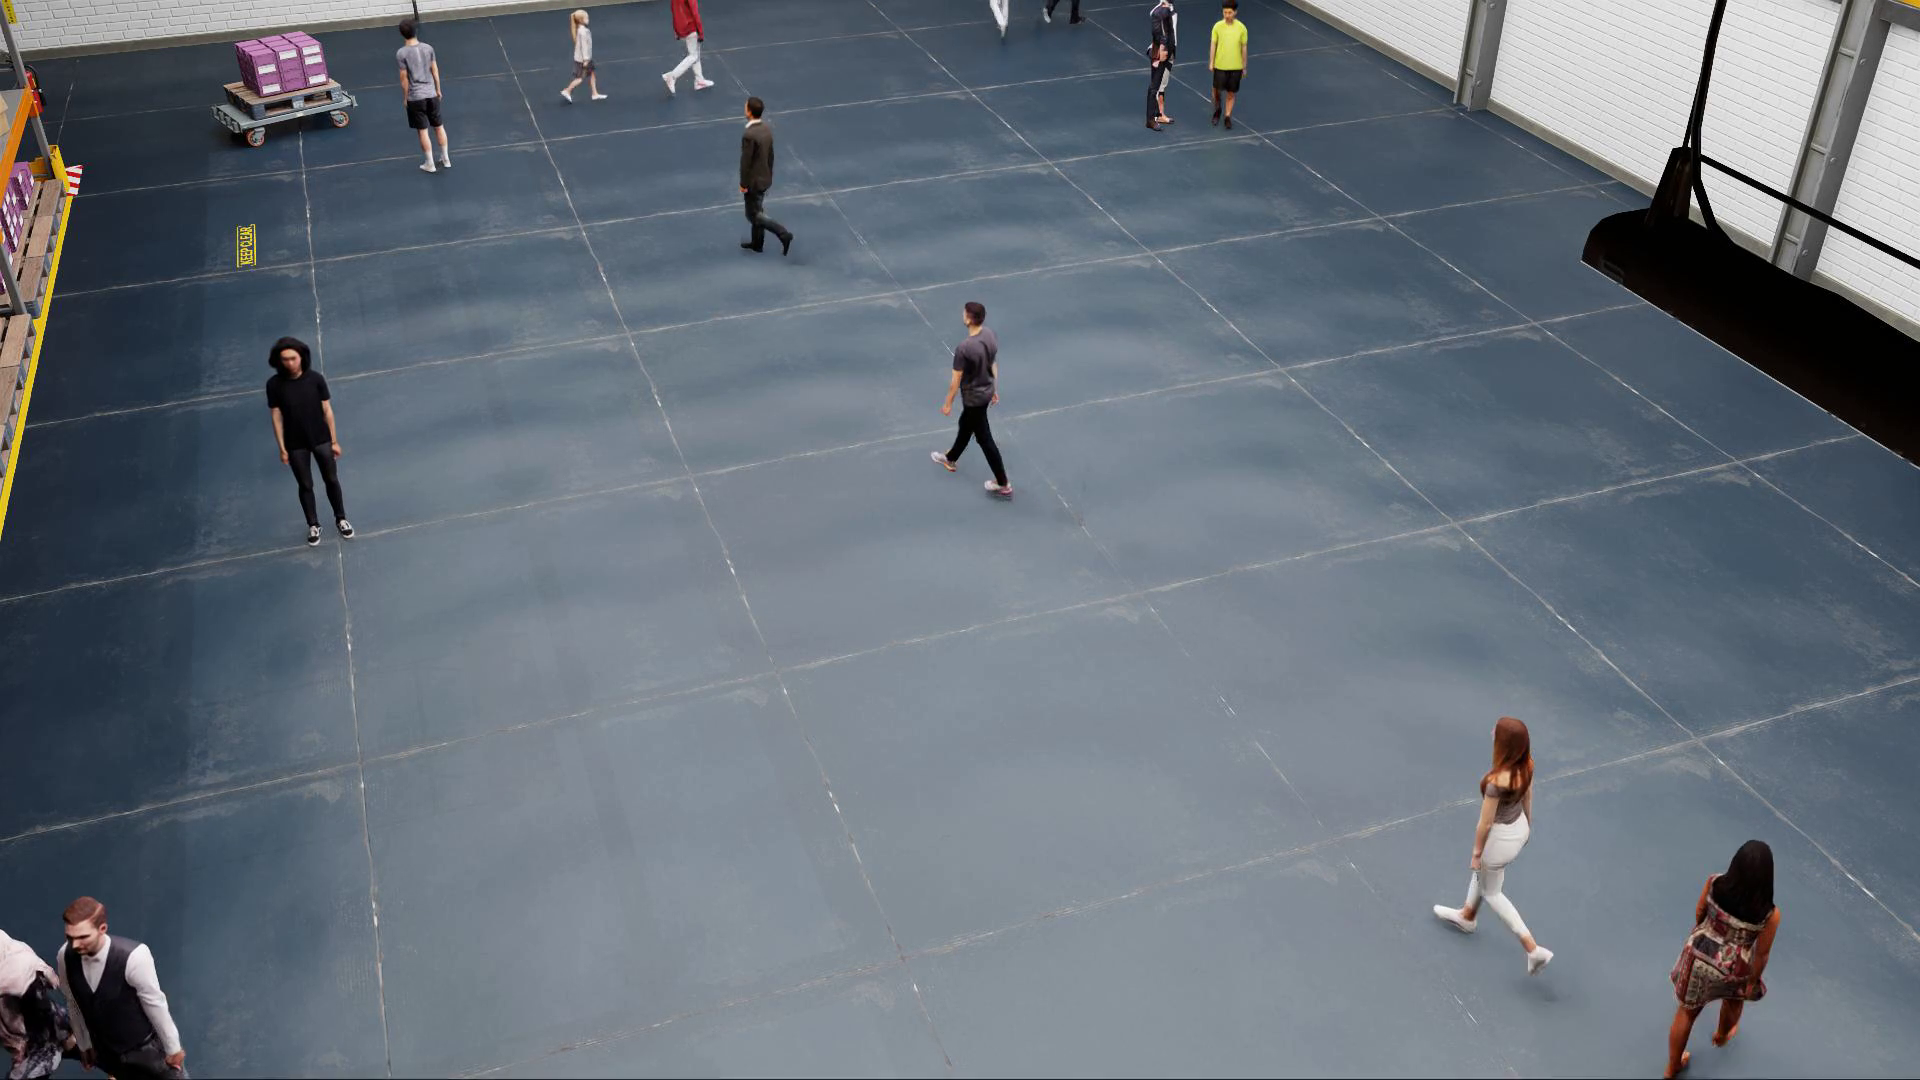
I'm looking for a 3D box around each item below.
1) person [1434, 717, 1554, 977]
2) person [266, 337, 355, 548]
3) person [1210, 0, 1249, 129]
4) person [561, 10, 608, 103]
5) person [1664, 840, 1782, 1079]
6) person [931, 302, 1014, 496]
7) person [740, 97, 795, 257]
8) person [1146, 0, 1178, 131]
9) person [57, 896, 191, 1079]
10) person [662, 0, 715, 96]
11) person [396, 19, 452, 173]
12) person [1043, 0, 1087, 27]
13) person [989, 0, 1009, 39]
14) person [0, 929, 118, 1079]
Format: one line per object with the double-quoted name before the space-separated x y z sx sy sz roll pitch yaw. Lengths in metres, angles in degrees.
"person" 3.244 1.804 9.724 0.890 1.691 1.125 -29 43 -36
"person" -5.317 -0.833 13.560 0.642 1.836 0.541 -14 36 -20
"person" 3.532 -6.292 21.902 0.775 1.694 0.802 4 34 6
"person" -5.222 -6.601 22.766 0.630 1.251 0.803 -8 34 -12
"person" 4.065 2.327 9.001 0.916 1.619 0.911 26 42 34
"person" 0.199 -1.162 14.162 1.248 1.718 1.068 23 40 30
"person" -2.169 -3.962 18.312 1.076 1.786 1.038 12 35 17
"person" 2.655 -6.384 21.860 0.800 1.893 0.771 19 38 27
"person" -4.191 2.504 8.449 0.763 1.936 0.765 6 34 9
"person" -3.819 -7.049 22.946 0.959 1.799 1.108 -26 41 -33
"person" -6.628 -5.483 20.522 0.722 1.873 0.683 -25 41 -32
"person" 1.629 -8.785 25.576 0.807 1.779 0.961 -18 37 -25
"person" 0.603 -8.459 25.197 0.622 1.655 0.896 -10 35 -15
"person" -4.808 2.518 8.756 1.088 1.574 1.129 14 36 20
